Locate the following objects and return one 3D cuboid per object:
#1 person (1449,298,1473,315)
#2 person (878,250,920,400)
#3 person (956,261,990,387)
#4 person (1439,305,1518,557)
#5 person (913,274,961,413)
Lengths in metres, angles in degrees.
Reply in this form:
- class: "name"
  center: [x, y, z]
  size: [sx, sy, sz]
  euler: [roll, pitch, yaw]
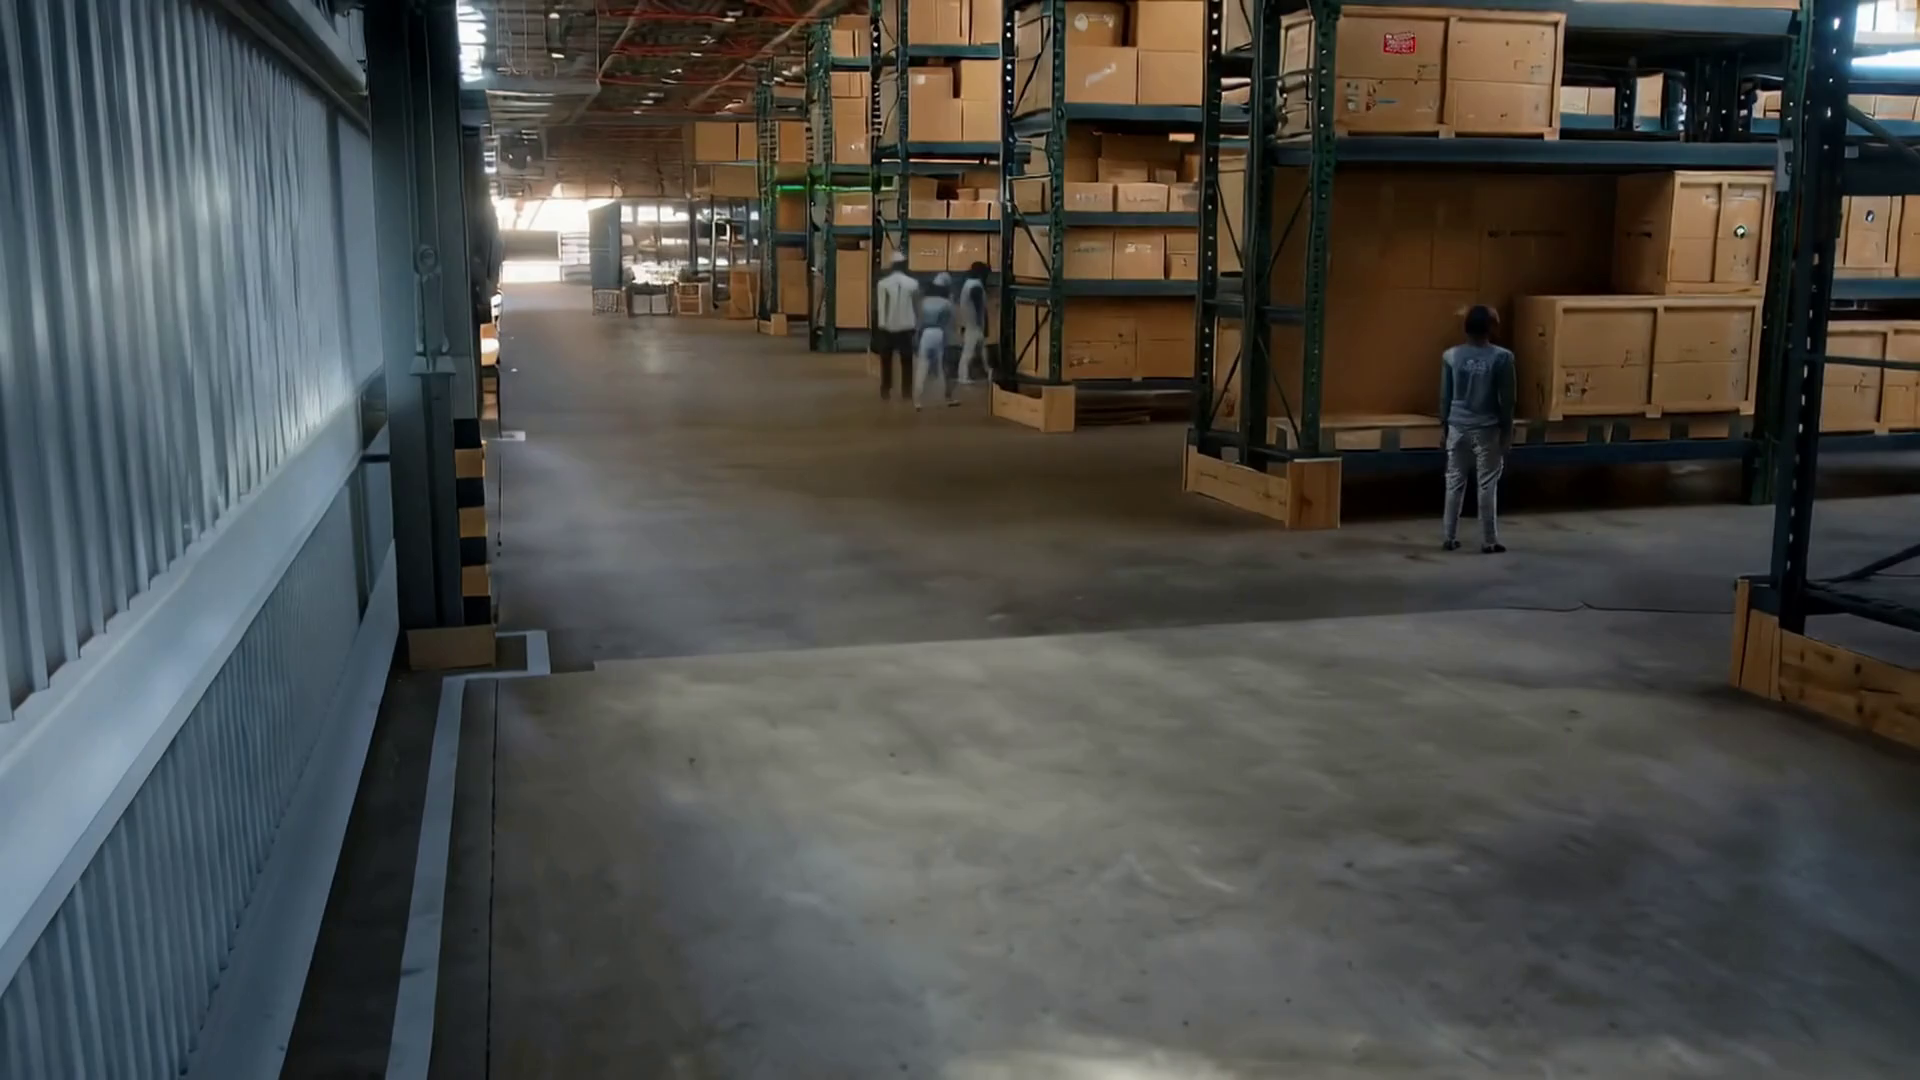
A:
- class: "person"
  center: [5.083, -1.796, 16.874]
  size: [0.884, 1.708, 0.576]
  euler: [1, 10, 6]
- class: "person"
  center: [-0.836, -2.846, 22.073]
  size: [0.623, 1.967, 0.771]
  euler: [-3, 11, -18]
- class: "person"
  center: [0.296, -3.106, 24.012]
  size: [0.826, 1.804, 0.640]
  euler: [-2, 10, -13]
- class: "person"
  center: [3.386, -0.711, 10.899]
  size: [0.514, 1.645, 0.309]
  euler: [8, 13, 37]
- class: "person"
  center: [-0.318, -2.390, 20.281]
  size: [0.601, 1.670, 0.927]
  euler: [6, 12, 32]
